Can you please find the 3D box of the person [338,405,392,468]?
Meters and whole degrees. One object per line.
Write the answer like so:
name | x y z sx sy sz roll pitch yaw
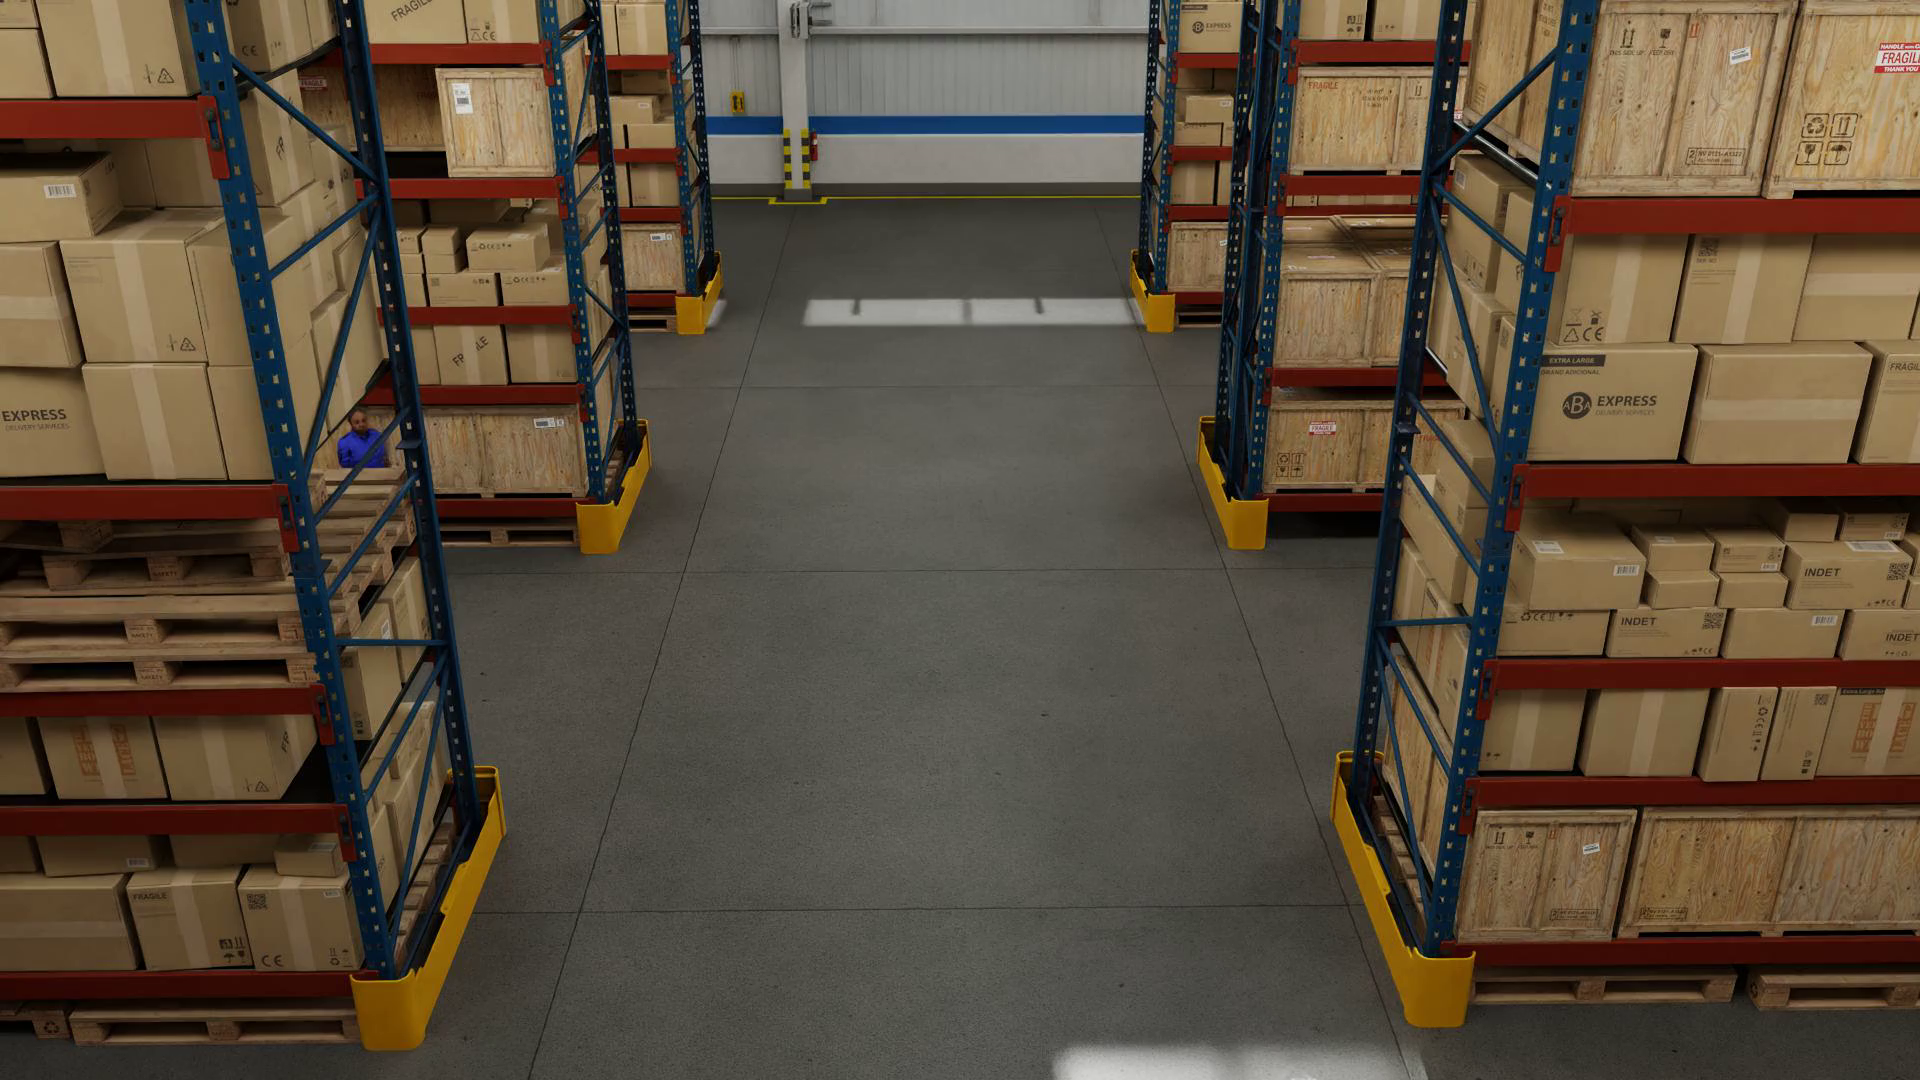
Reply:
person | -5.313 -0.433 14.912 0.394 1.663 0.457 17 30 33
